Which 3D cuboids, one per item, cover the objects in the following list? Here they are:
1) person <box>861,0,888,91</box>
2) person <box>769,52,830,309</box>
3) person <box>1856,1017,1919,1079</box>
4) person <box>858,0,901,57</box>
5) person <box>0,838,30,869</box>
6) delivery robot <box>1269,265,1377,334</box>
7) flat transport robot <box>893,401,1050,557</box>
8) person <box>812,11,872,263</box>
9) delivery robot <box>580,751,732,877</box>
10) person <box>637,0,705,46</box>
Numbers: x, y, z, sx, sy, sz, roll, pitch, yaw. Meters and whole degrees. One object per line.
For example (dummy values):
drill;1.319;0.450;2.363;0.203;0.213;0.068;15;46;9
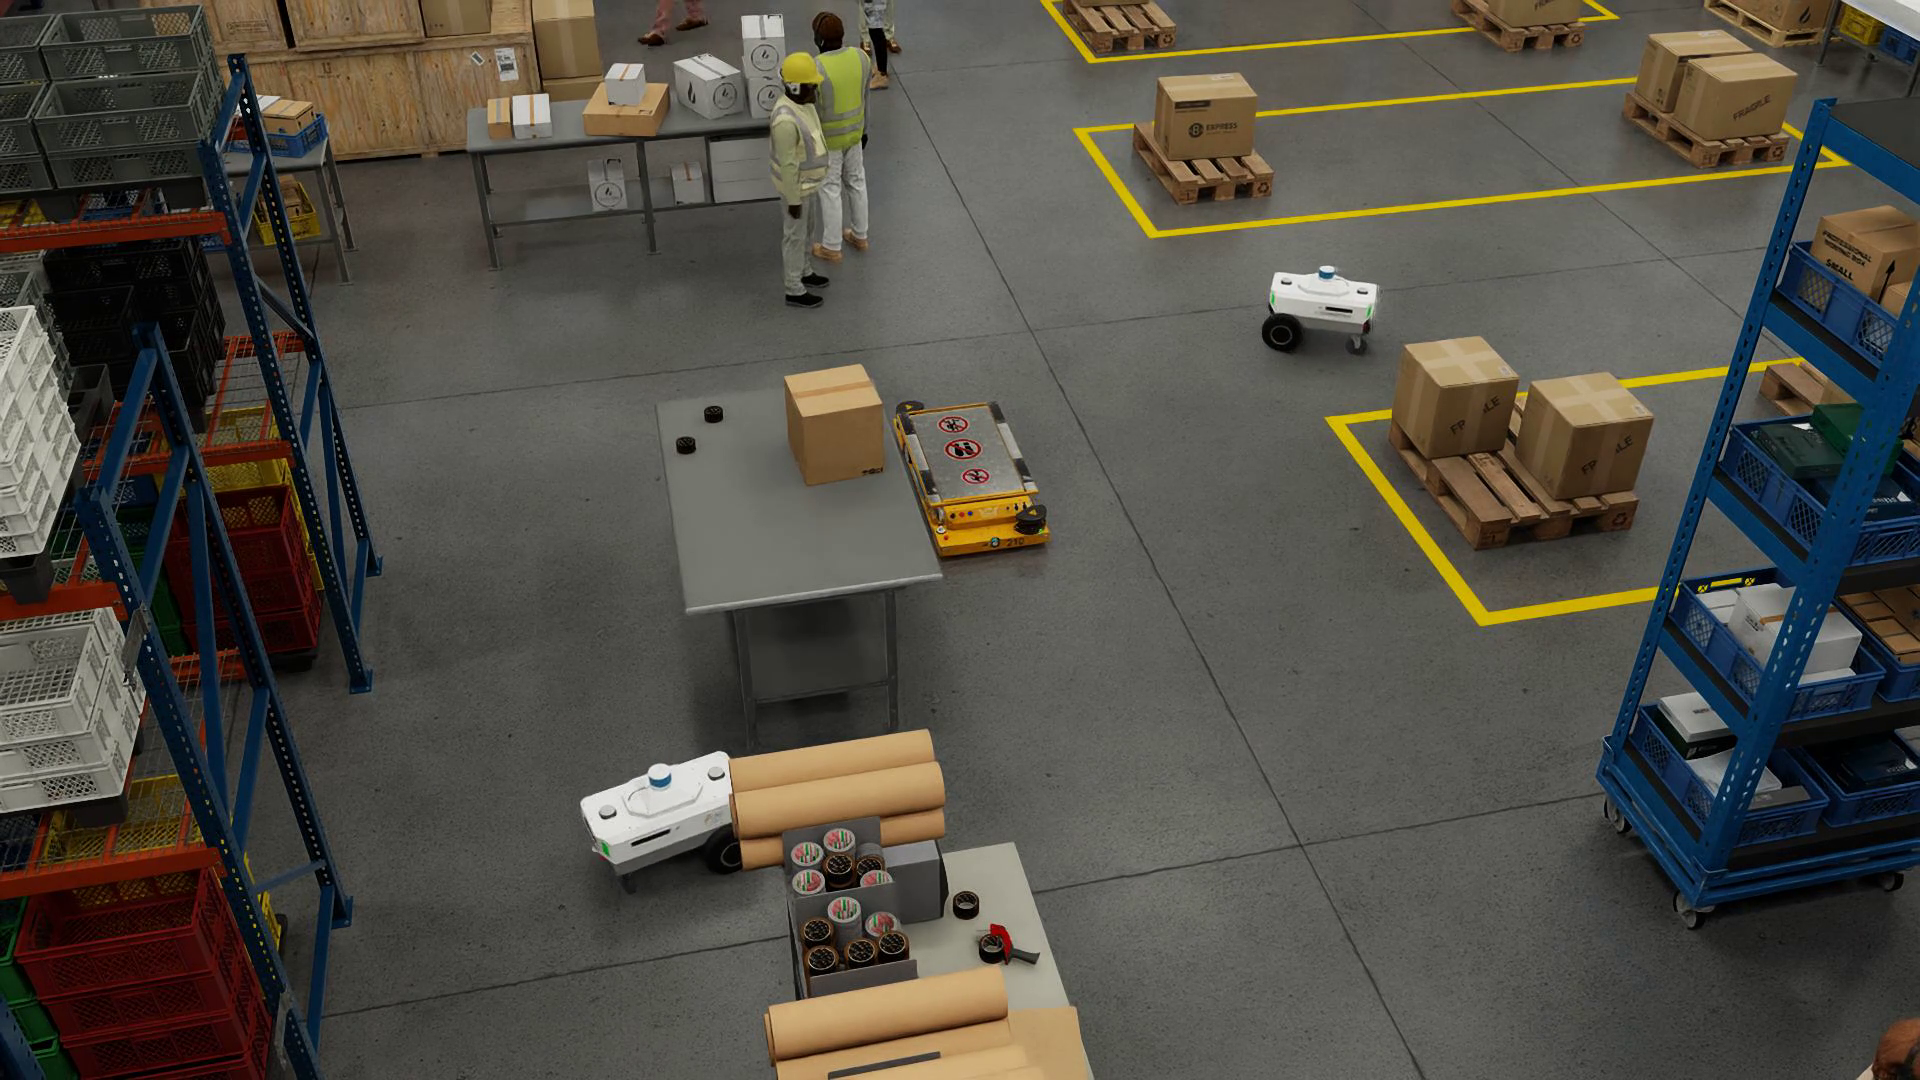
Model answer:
person;-0.808;-4.919;14.967;0.322;1.692;0.531;-2;37;-3
person;-1.111;-2.520;11.630;0.403;1.824;0.603;4;37;6
person;2.921;2.149;5.499;0.510;1.644;0.308;-29;45;-33
person;-0.770;-5.467;15.563;0.515;1.863;0.347;-14;39;-18
person;-4.626;0.701;7.227;0.668;1.911;0.672;-2;37;-2
delivery robot;2.494;-1.651;11.437;0.707;0.478;0.477;9;38;12
flat transport robot;0.046;-0.430;10.108;0.652;0.197;1.431;-8;37;-10
person;-0.923;-2.946;12.184;0.631;1.842;0.428;-30;46;-34
delivery robot;-1.346;1.226;7.571;0.707;0.478;0.477;-18;40;-22
person;-2.844;-5.728;15.912;0.917;1.854;0.659;-29;46;-33
